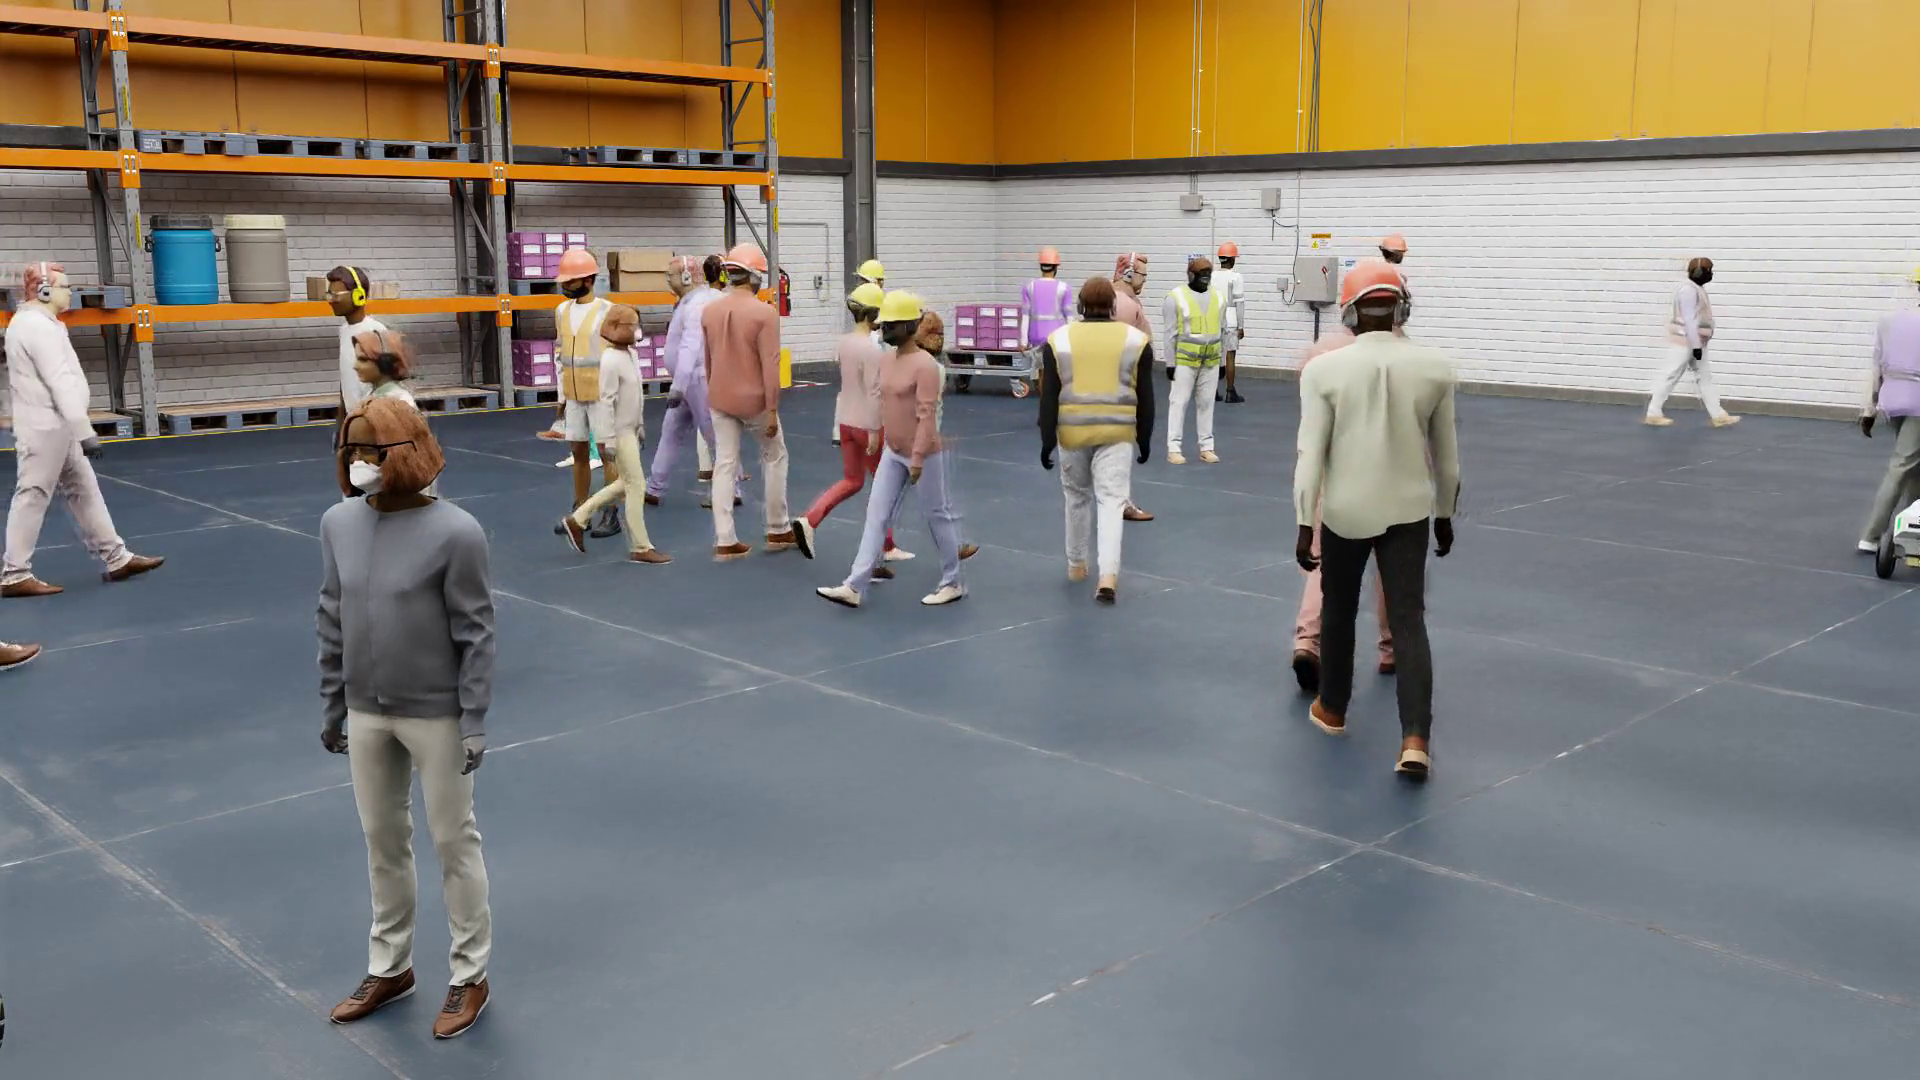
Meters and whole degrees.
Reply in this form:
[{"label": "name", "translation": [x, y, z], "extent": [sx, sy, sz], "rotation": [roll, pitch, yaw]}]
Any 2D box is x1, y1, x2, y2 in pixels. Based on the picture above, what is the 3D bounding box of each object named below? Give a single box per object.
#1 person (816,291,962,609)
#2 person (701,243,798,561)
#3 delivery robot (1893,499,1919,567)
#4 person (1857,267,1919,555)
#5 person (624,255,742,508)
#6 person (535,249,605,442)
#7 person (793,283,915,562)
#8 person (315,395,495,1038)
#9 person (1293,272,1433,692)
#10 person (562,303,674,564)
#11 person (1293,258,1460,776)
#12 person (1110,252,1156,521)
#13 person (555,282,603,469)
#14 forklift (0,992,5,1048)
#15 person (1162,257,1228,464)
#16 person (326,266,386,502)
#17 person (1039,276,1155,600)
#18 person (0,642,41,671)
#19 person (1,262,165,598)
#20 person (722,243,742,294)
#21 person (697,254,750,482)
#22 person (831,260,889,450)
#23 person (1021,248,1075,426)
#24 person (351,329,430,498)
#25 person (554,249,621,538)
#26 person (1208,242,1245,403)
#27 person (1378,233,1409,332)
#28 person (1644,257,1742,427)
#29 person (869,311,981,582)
[{"label": "person", "translation": [-0.337, -0.464, 8.924], "extent": [0.892, 1.714, 0.549], "rotation": [-8, 13, -37]}, {"label": "person", "translation": [-1.300, -0.876, 10.510], "extent": [0.633, 1.961, 0.836], "rotation": [5, 12, 27]}, {"label": "delivery robot", "translation": [5.785, -0.093, 9.848], "extent": [0.477, 0.478, 0.707], "rotation": [8, 13, 38]}, {"label": "person", "translation": [6.154, -0.844, 10.586], "extent": [0.988, 1.870, 0.618], "rotation": [-4, 11, -20]}, {"label": "person", "translation": [-2.070, -1.145, 12.250], "extent": [0.954, 1.860, 0.658], "rotation": [-3, 11, -18]}, {"label": "person", "translation": [-3.667, -1.872, 16.177], "extent": [0.935, 1.892, 0.648], "rotation": [-2, 11, -12]}, {"label": "person", "translation": [-0.655, -0.703, 10.201], "extent": [0.699, 1.736, 0.524], "rotation": [-6, 12, -32]}, {"label": "person", "translation": [-1.408, 0.447, 4.220], "extent": [0.501, 1.633, 0.279], "rotation": [3, 11, 17]}, {"label": "person", "translation": [1.797, -0.259, 7.428], "extent": [0.646, 1.878, 0.904], "rotation": [7, 12, 33]}, {"label": "person", "translation": [-2.136, -0.653, 10.257], "extent": [0.664, 1.614, 0.503], "rotation": [1, 10, 4]}, {"label": "person", "translation": [1.614, -0.101, 6.377], "extent": [0.663, 1.950, 1.022], "rotation": [0, 10, -1]}, {"label": "person", "translation": [1.194, -1.096, 11.906], "extent": [0.407, 1.902, 0.639], "rotation": [-1, 10, -7]}, {"label": "person", "translation": [-3.314, -1.490, 14.413], "extent": [0.525, 1.772, 0.309], "rotation": [9, 14, 41]}, {"label": "forklift", "translation": [-3.245, 0.323, 3.363], "extent": [2.313, 2.155, 1.214], "rotation": [2, 11, 13]}, {"label": "person", "translation": [2.091, -1.583, 14.759], "extent": [0.626, 1.835, 0.431], "rotation": [-4, 11, -19]}, {"label": "person", "translation": [-3.396, -0.619, 9.443], "extent": [0.382, 1.854, 0.528], "rotation": [-8, 13, -36]}, {"label": "person", "translation": [0.777, -0.583, 9.407], "extent": [0.646, 1.801, 0.954], "rotation": [1, 10, 5]}, {"label": "person", "translation": [-4.671, -0.233, 7.467], "extent": [0.525, 1.797, 0.947], "rotation": [9, 14, 41]}, {"label": "person", "translation": [-5.032, -0.625, 9.421], "extent": [0.949, 1.865, 0.642], "rotation": [-6, 12, -31]}, {"label": "person", "translation": [-2.540, -2.439, 19.162], "extent": [0.380, 1.933, 0.642], "rotation": [-5, 11, -25]}, {"label": "person", "translation": [-1.995, -1.400, 13.649], "extent": [0.535, 1.868, 0.309], "rotation": [4, 11, 23]}, {"label": "person", "translation": [-0.842, -1.756, 15.808], "extent": [0.911, 1.778, 0.601], "rotation": [-7, 13, -35]}, {"label": "person", "translation": [0.940, -2.171, 17.816], "extent": [0.565, 1.891, 0.999], "rotation": [3, 11, 17]}, {"label": "person", "translation": [-2.443, -0.112, 7.269], "extent": [0.452, 1.623, 0.535], "rotation": [-6, 12, -31]}, {"label": "person", "translation": [-2.503, -0.974, 11.163], "extent": [0.547, 1.928, 0.385], "rotation": [5, 12, 27]}, {"label": "person", "translation": [3.218, -2.628, 20.158], "extent": [0.543, 1.938, 0.356], "rotation": [9, 14, 40]}, {"label": "person", "translation": [4.763, -2.369, 18.458], "extent": [0.384, 2.044, 0.610], "rotation": [-4, 11, -19]}, {"label": "person", "translation": [7.755, -2.078, 17.555], "extent": [0.952, 1.790, 0.649], "rotation": [7, 12, 33]}, {"label": "person", "translation": [-0.247, -0.559, 9.842], "extent": [0.513, 1.571, 0.882], "rotation": [8, 13, 38]}]
